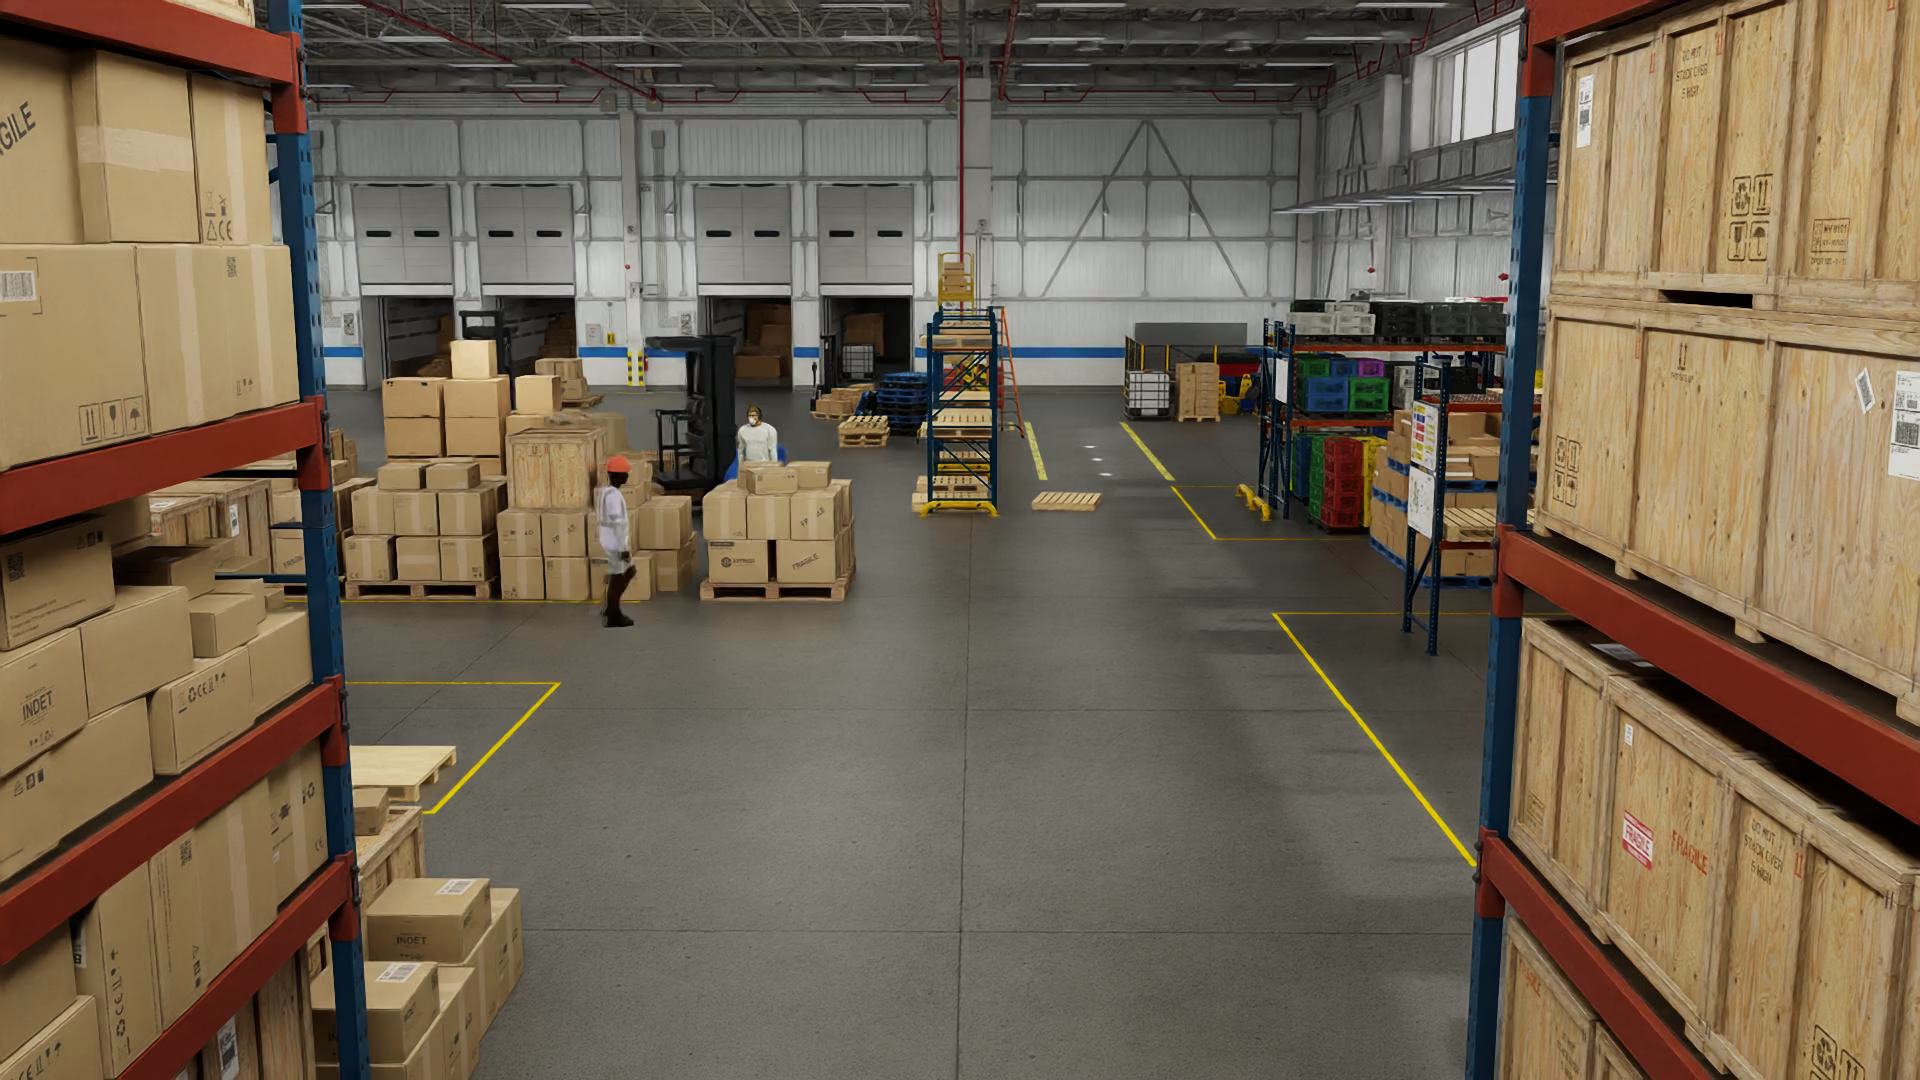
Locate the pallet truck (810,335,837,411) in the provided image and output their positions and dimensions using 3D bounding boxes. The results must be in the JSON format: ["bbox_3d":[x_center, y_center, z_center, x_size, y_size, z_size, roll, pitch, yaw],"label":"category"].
[{"bbox_3d":[-3.021,-4.312,43.126,1.885,1.965,0.823,3,10,17],"label":"pallet truck"}]

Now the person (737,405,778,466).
[{"bbox_3d":[-2.966,-1.025,24.373,0.632,1.932,0.366,3,10,16],"label":"person"}]

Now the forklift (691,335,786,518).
[{"bbox_3d":[-3.780,-1.824,26.224,1.873,2.768,1.129,-4,11,-24],"label":"forklift"}]

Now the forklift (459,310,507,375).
[{"bbox_3d":[-10.776,-3.806,37.658,1.129,2.768,1.873,0,10,1],"label":"forklift"}]

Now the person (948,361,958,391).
[{"bbox_3d":[-0.177,-3.703,40.491,0.380,1.680,0.554,-2,10,-10],"label":"person"}]

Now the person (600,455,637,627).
[{"bbox_3d":[-3.760,0.025,18.342,0.419,1.922,0.547,-2,10,-13],"label":"person"}]
